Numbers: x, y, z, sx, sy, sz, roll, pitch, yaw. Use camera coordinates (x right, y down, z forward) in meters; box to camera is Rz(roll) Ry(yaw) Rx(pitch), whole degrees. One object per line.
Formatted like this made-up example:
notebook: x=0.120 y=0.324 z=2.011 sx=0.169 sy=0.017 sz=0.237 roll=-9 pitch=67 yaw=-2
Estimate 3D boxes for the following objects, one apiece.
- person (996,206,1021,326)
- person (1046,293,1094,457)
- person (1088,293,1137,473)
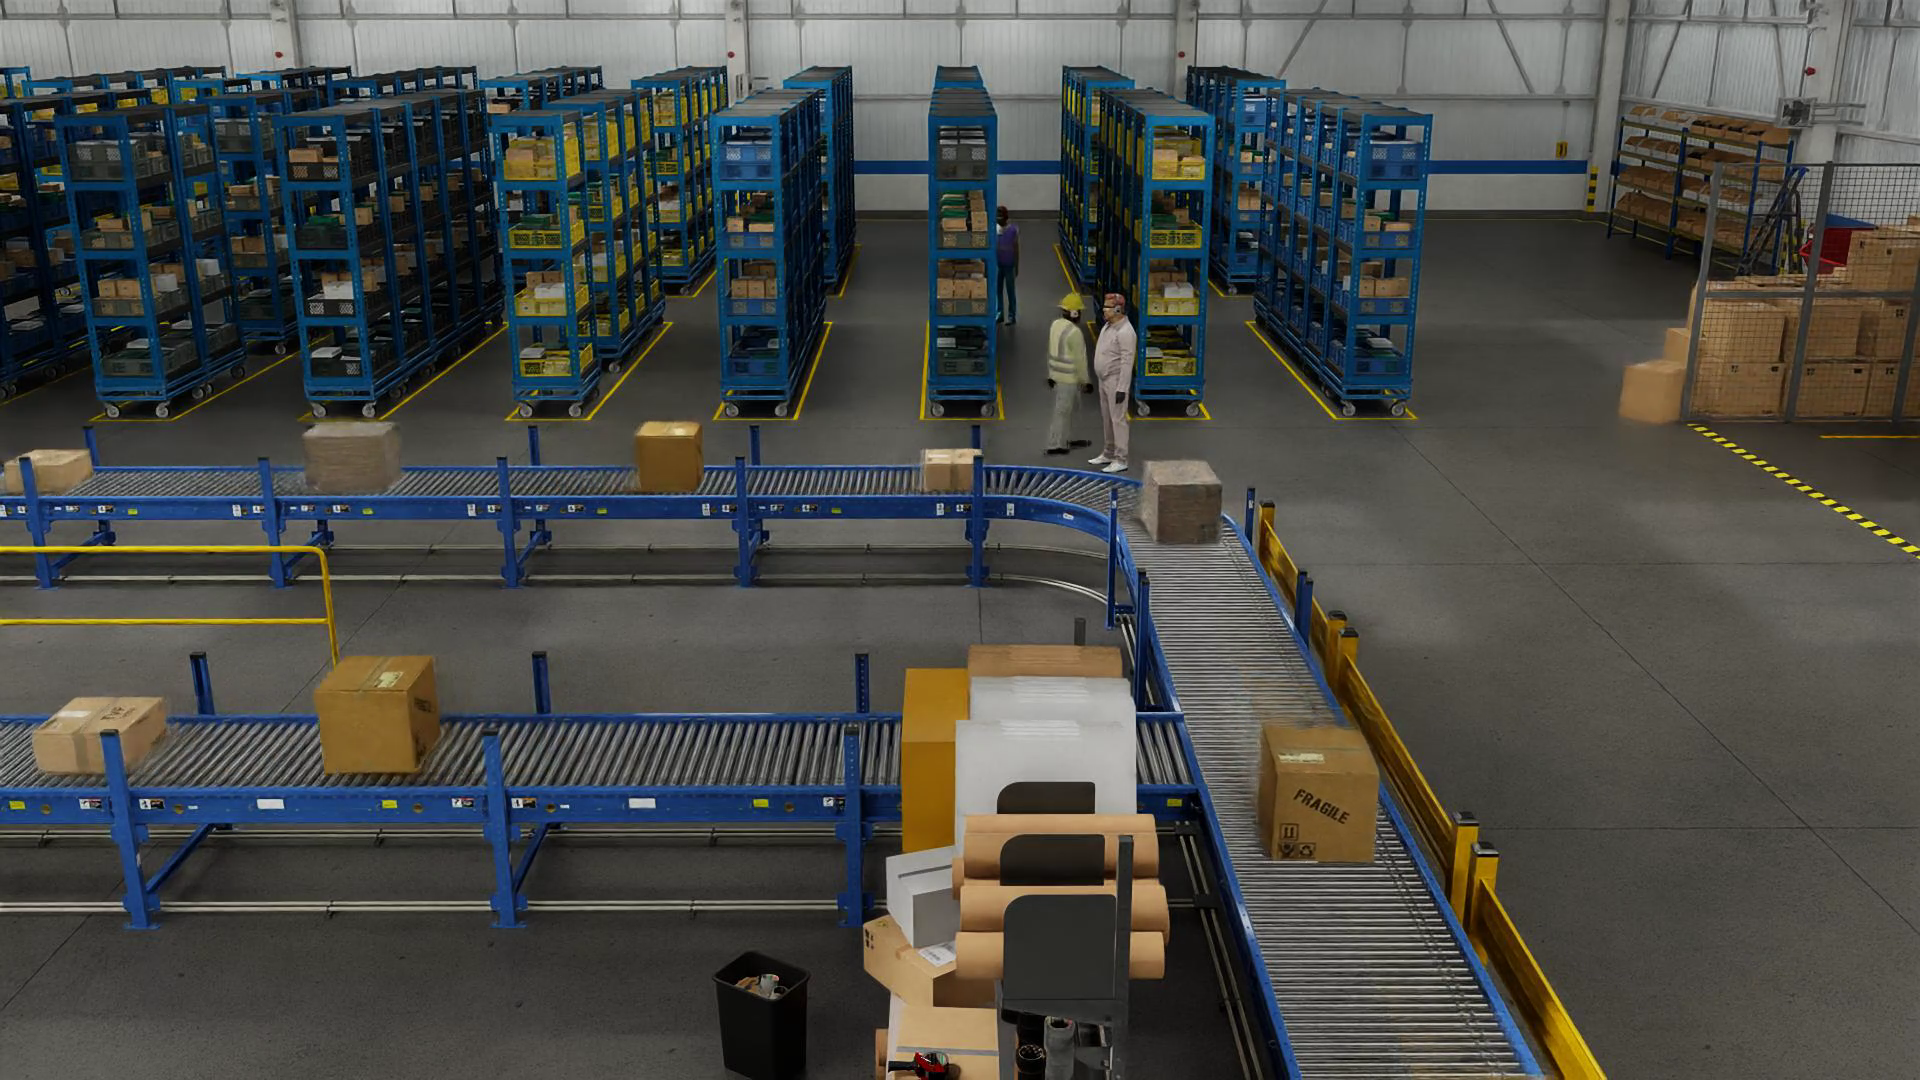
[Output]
person: x=0.675 y=-4.263 z=25.812 sx=0.575 sy=1.830 sz=0.410 roll=10 pitch=21 yaw=29
person: x=1.271 y=-1.815 z=18.316 sx=0.768 sy=1.801 sz=0.604 roll=-6 pitch=19 yaw=-18
person: x=1.620 y=-1.678 z=17.726 sx=0.408 sy=1.908 sz=0.644 roll=-5 pitch=19 yaw=-16
